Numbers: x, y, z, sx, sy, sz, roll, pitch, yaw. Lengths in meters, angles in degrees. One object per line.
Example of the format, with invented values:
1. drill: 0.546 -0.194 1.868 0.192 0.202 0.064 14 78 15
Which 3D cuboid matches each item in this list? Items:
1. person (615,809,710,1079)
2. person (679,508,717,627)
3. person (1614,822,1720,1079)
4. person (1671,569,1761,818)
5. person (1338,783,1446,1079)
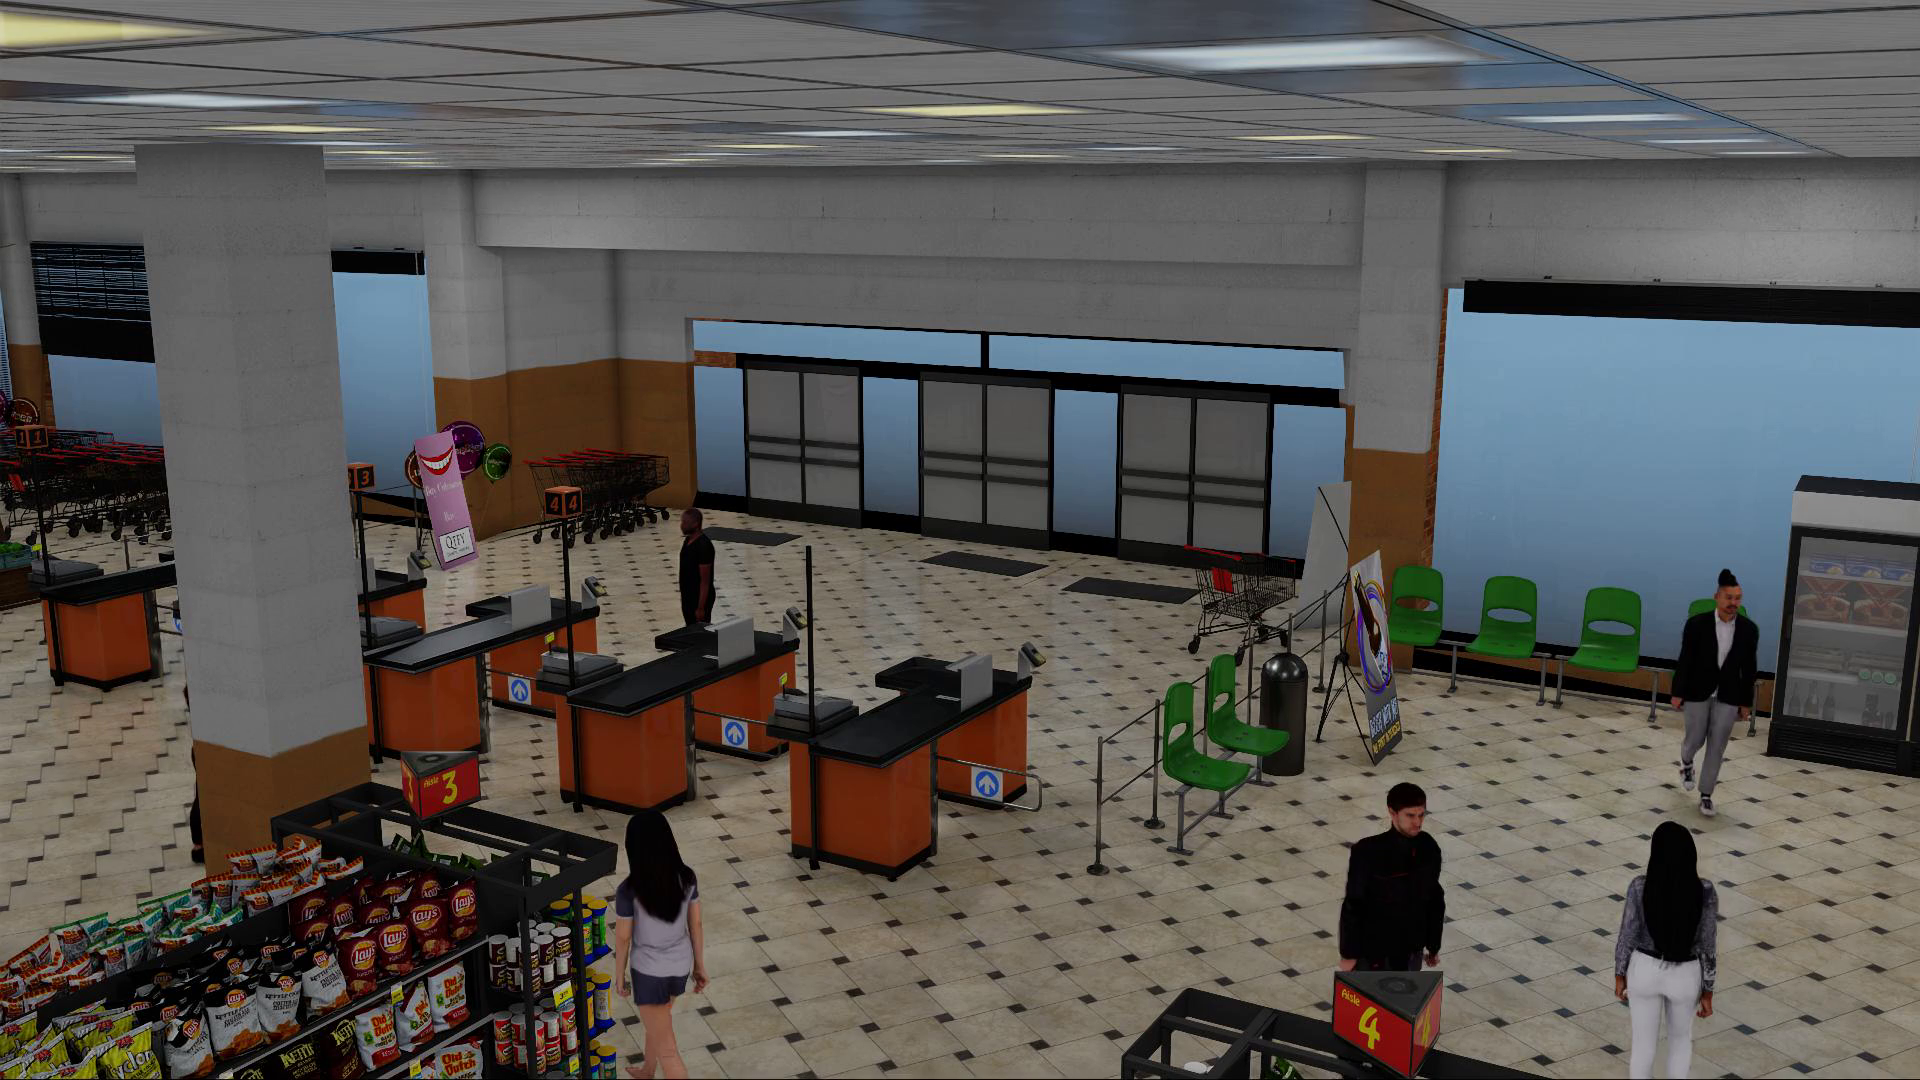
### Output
1. person: -1.476 2.225 8.368 1.155 1.656 0.921 -10 15 -39
2. person: -2.482 0.583 15.768 0.760 1.819 0.753 -6 13 -26
3. person: 3.476 2.234 8.185 0.685 1.712 0.703 4 12 16
4. person: 5.788 1.143 12.838 0.879 1.930 0.977 2 12 11
5. person: 2.161 2.085 8.637 0.840 1.818 0.942 -7 14 -29
